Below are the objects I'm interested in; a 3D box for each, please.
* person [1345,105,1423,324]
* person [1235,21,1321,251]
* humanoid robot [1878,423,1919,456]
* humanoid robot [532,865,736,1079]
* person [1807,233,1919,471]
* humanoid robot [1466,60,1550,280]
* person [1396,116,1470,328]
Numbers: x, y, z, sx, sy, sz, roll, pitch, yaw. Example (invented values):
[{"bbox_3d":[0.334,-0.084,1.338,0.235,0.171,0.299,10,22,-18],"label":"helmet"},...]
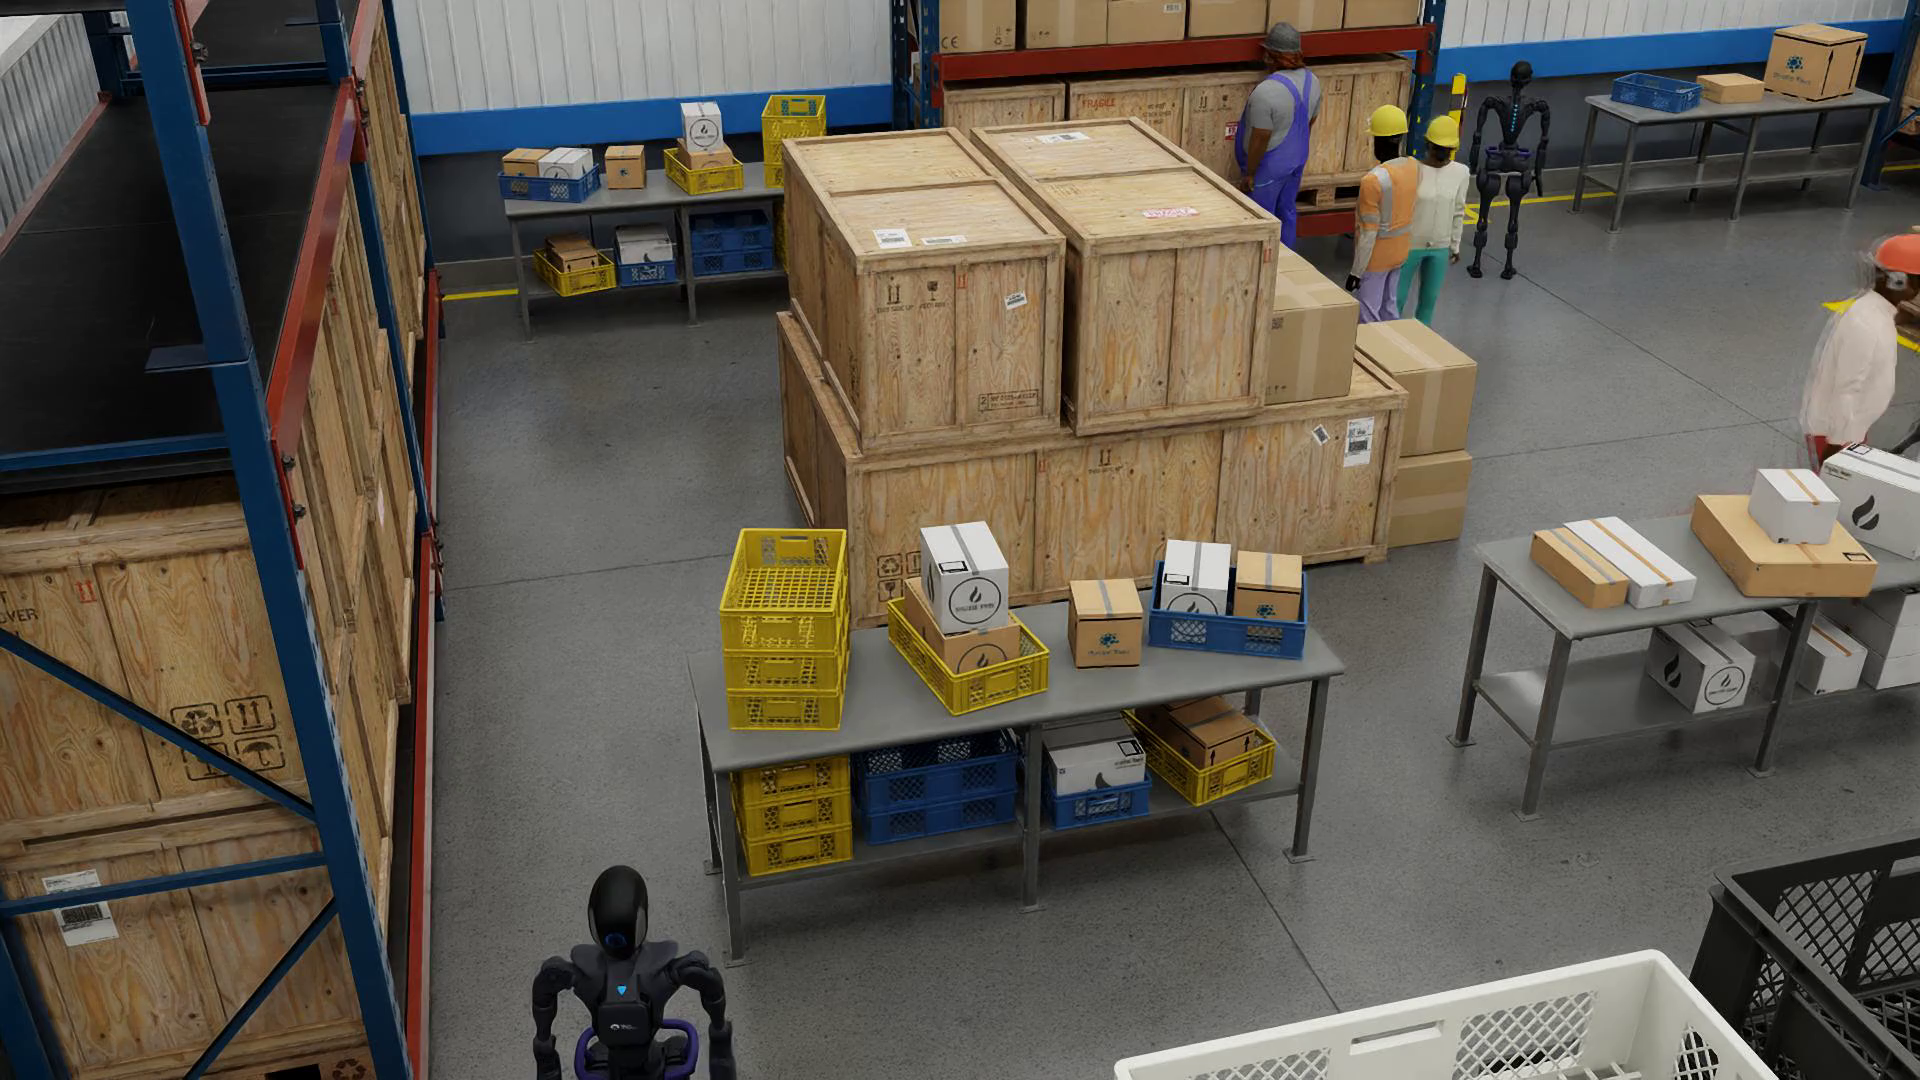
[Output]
[{"bbox_3d":[2.686,-1.830,10.723,0.378,1.923,0.590,26,38,38],"label":"person"},{"bbox_3d":[2.303,-2.829,12.417,0.687,2.000,0.539,-24,37,-37],"label":"person"},{"bbox_3d":[5.989,-1.164,9.822,0.776,1.635,0.563,3,29,6],"label":"humanoid robot"},{"bbox_3d":[-0.905,1.609,4.723,0.587,1.656,0.326,-3,29,-5],"label":"humanoid robot"},{"bbox_3d":[4.446,-0.604,8.443,0.610,1.977,0.635,19,34,31],"label":"person"},{"bbox_3d":[4.200,-2.850,12.815,0.609,1.657,0.315,7,30,12],"label":"humanoid robot"},{"bbox_3d":[3.093,-1.958,11.127,0.569,1.757,0.319,-5,29,-9],"label":"person"}]
